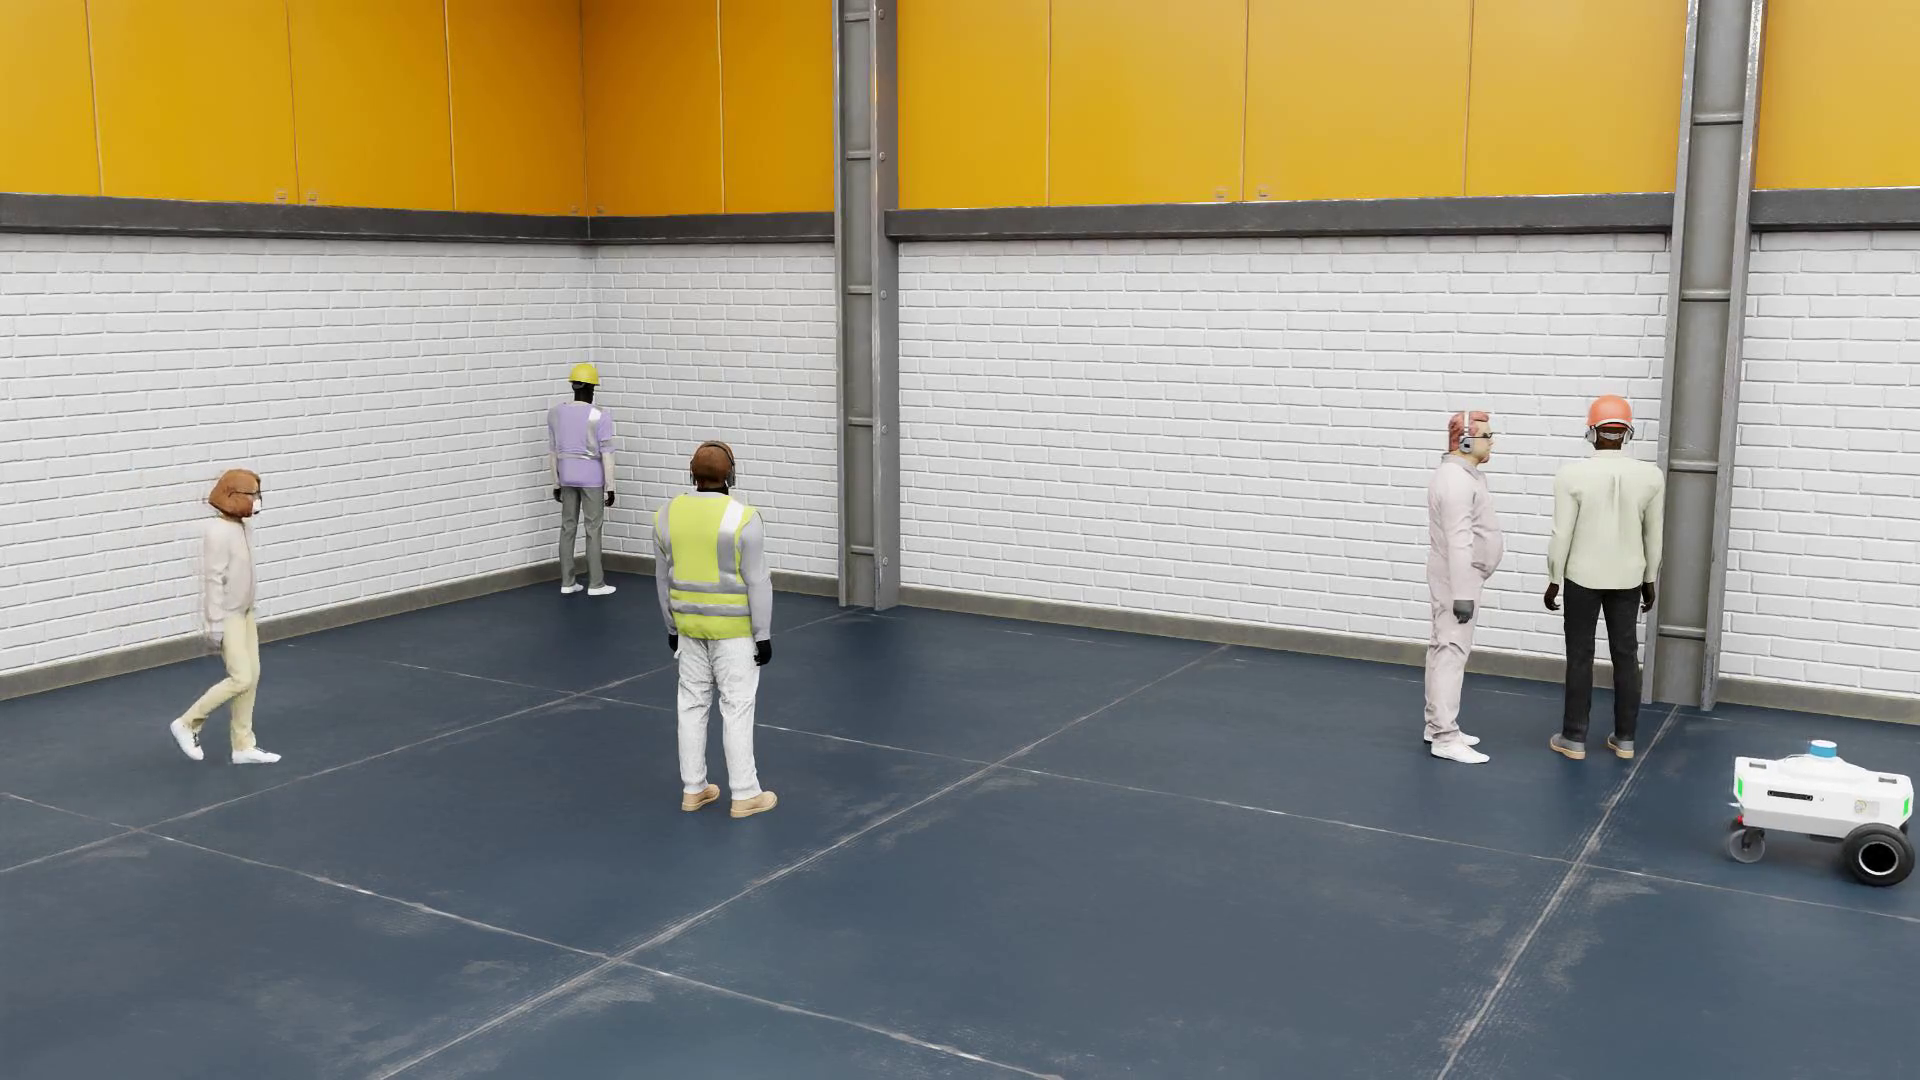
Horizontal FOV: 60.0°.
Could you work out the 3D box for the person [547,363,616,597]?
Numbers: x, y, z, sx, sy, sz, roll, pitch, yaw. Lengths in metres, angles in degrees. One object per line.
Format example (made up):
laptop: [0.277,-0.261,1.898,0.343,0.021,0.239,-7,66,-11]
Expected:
person: [-3.091,-0.491,13.673,0.585,1.919,0.388,3,9,16]

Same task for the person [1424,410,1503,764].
person: [2.753,0.245,9.109,0.406,1.911,0.636,2,9,12]

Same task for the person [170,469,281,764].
person: [-3.930,0.424,8.866,0.456,1.614,0.523,0,9,-2]

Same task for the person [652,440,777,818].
person: [-1.175,0.433,8.130,0.629,1.846,0.429,4,10,25]

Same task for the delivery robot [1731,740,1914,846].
delivery robot: [3.842,1.140,7.435,0.707,0.478,0.477,4,10,25]

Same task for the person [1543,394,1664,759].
person: [3.505,0.203,9.095,0.623,1.992,0.396,0,9,-1]
